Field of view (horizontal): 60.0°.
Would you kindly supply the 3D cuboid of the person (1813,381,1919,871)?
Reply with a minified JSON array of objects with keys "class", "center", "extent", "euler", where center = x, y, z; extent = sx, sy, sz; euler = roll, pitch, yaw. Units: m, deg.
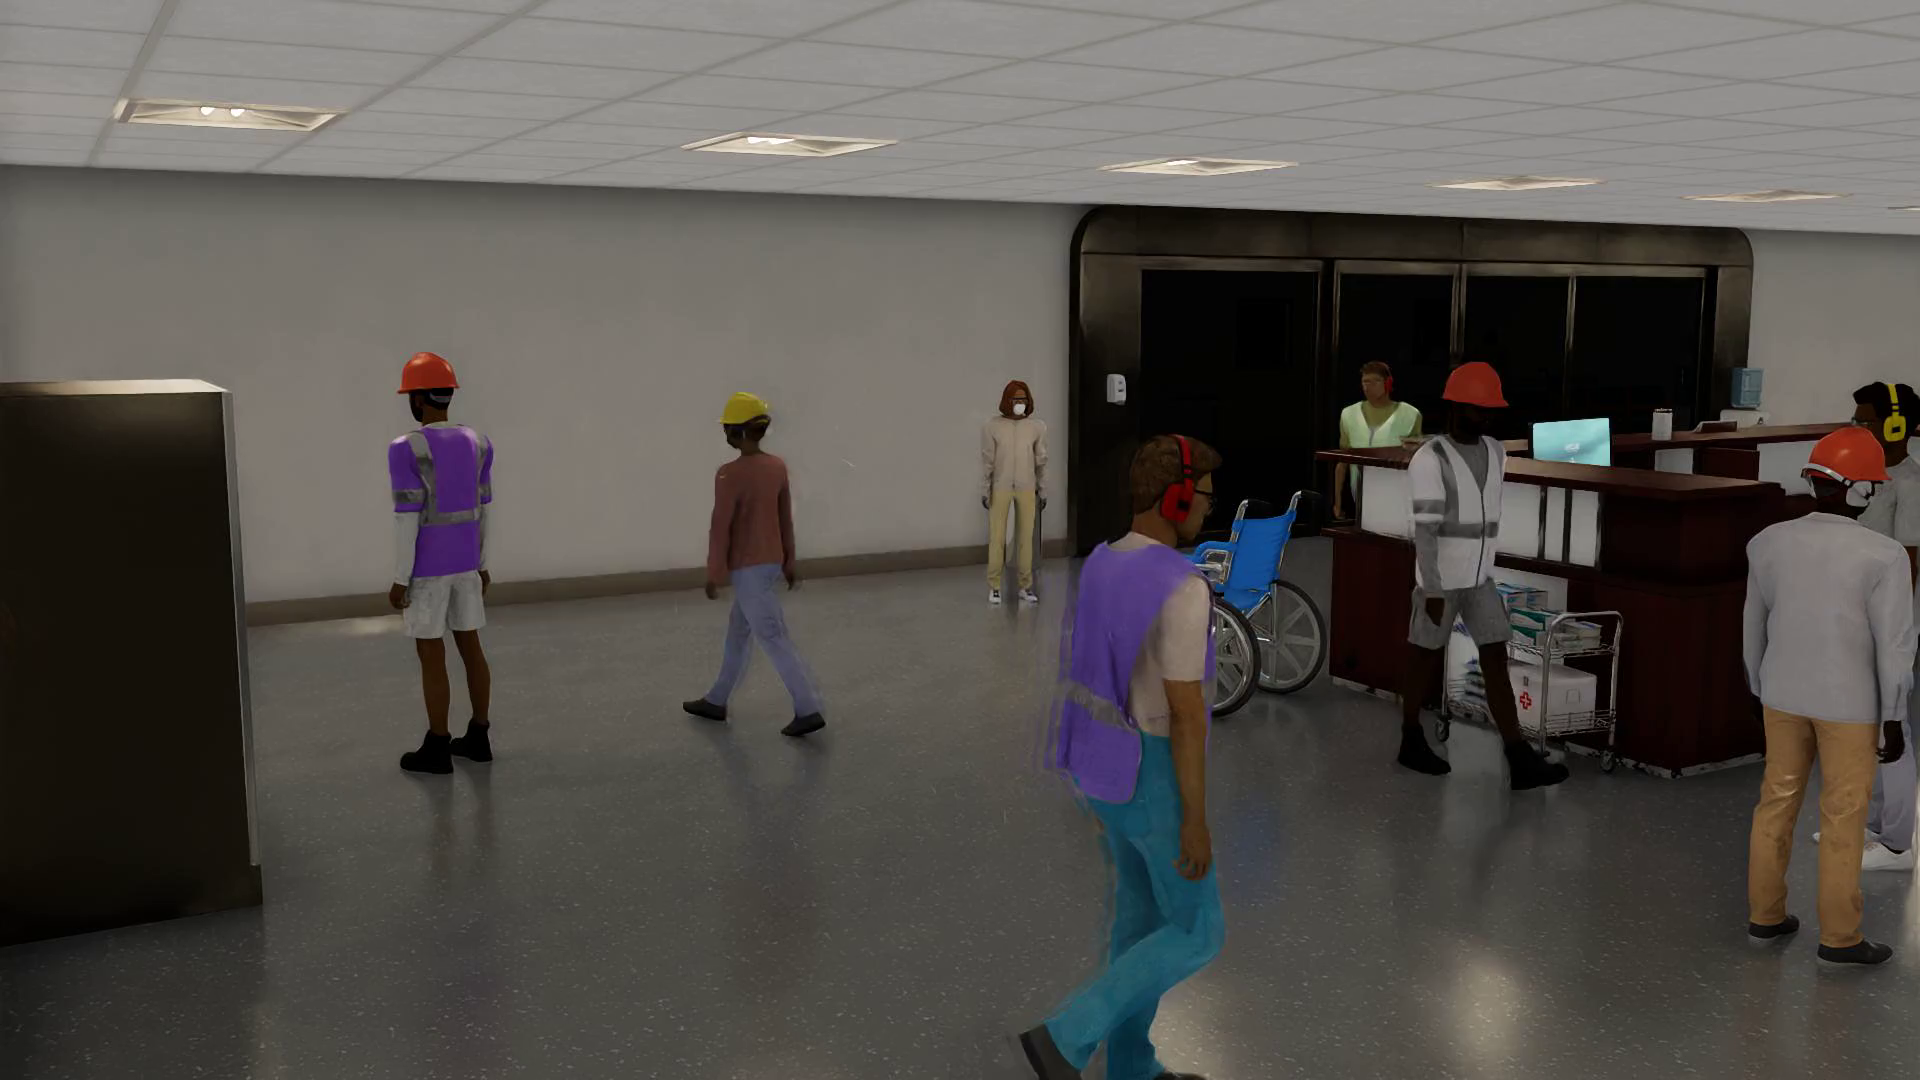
[{"class":"person","center":[3.522,0.330,6.354],"extent":[0.324,1.861,0.510],"euler":[2,8,16]}]

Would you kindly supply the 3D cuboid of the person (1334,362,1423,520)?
[{"class":"person","center":[2.817,-0.314,11.282],"extent":[0.567,1.783,1.005],"euler":[6,10,36]}]

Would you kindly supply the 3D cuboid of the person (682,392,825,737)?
[{"class":"person","center":[-1.036,0.118,8.371],"extent":[0.924,1.724,0.534],"euler":[4,9,28]}]

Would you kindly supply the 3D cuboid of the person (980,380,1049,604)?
[{"class":"person","center":[0.396,-0.345,12.087],"extent":[0.504,1.627,0.285],"euler":[-1,8,-10]}]

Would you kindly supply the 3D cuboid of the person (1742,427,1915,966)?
[{"class":"person","center":[2.844,0.506,5.448],"extent":[0.329,1.751,0.568],"euler":[-4,9,-29]}]

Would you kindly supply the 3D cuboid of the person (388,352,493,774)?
[{"class":"person","center":[-2.413,0.106,7.687],"extent":[0.363,1.934,0.552],"euler":[5,9,32]}]

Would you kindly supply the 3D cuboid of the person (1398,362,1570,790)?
[{"class":"person","center":[2.275,0.173,7.339],"extent":[0.575,1.891,0.949],"euler":[-4,9,-26]}]

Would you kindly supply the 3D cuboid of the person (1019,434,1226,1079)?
[{"class":"person","center":[0.441,0.637,4.259],"extent":[0.502,1.817,0.591],"euler":[-3,8,-18]}]
